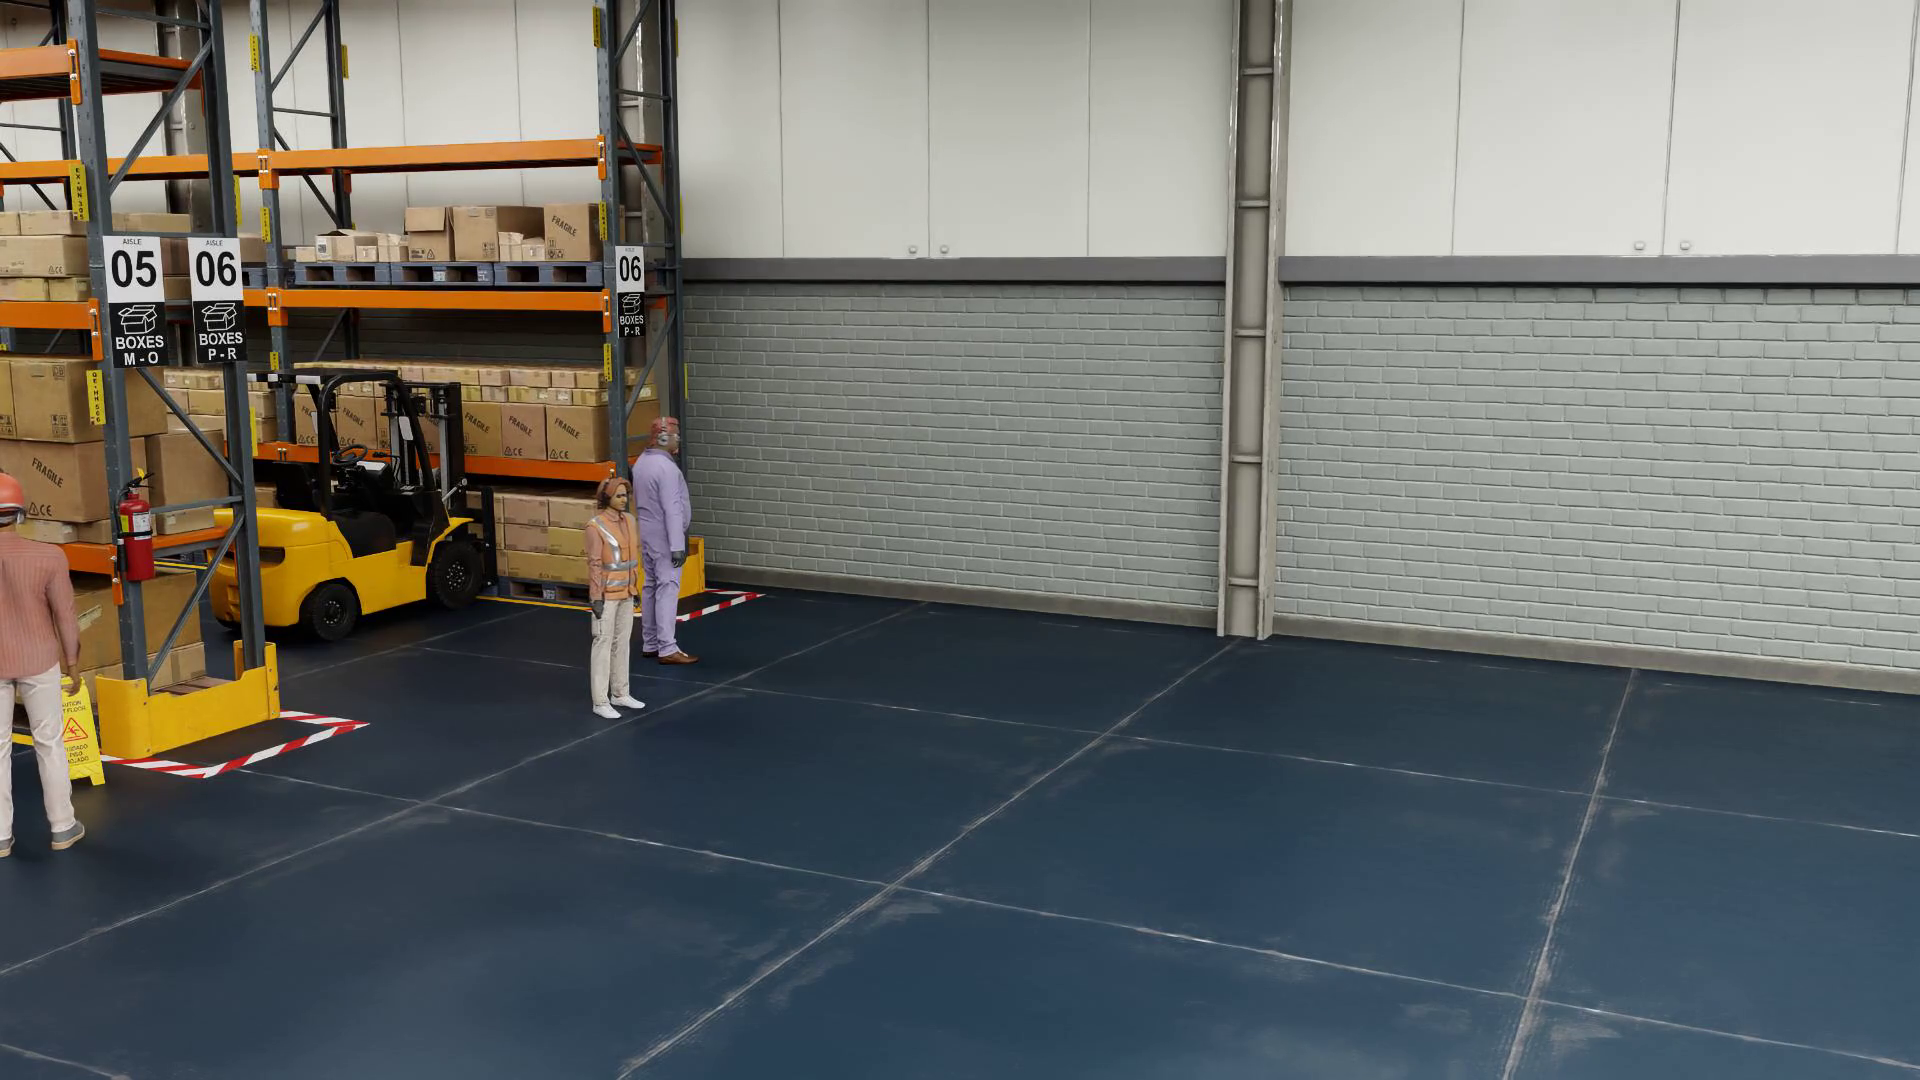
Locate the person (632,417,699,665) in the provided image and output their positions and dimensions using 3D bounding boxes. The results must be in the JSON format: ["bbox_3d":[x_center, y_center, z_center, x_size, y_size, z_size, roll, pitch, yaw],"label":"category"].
[{"bbox_3d":[-2.266,0.001,12.835,0.402,1.904,0.652,-6,11,-32],"label":"person"}]

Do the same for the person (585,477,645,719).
[{"bbox_3d":[-2.349,0.382,11.313,0.310,1.638,0.522,4,10,22],"label":"person"}]

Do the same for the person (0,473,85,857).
[{"bbox_3d":[-4.888,0.644,8.612,0.622,1.995,0.379,-4,10,-22],"label":"person"}]
